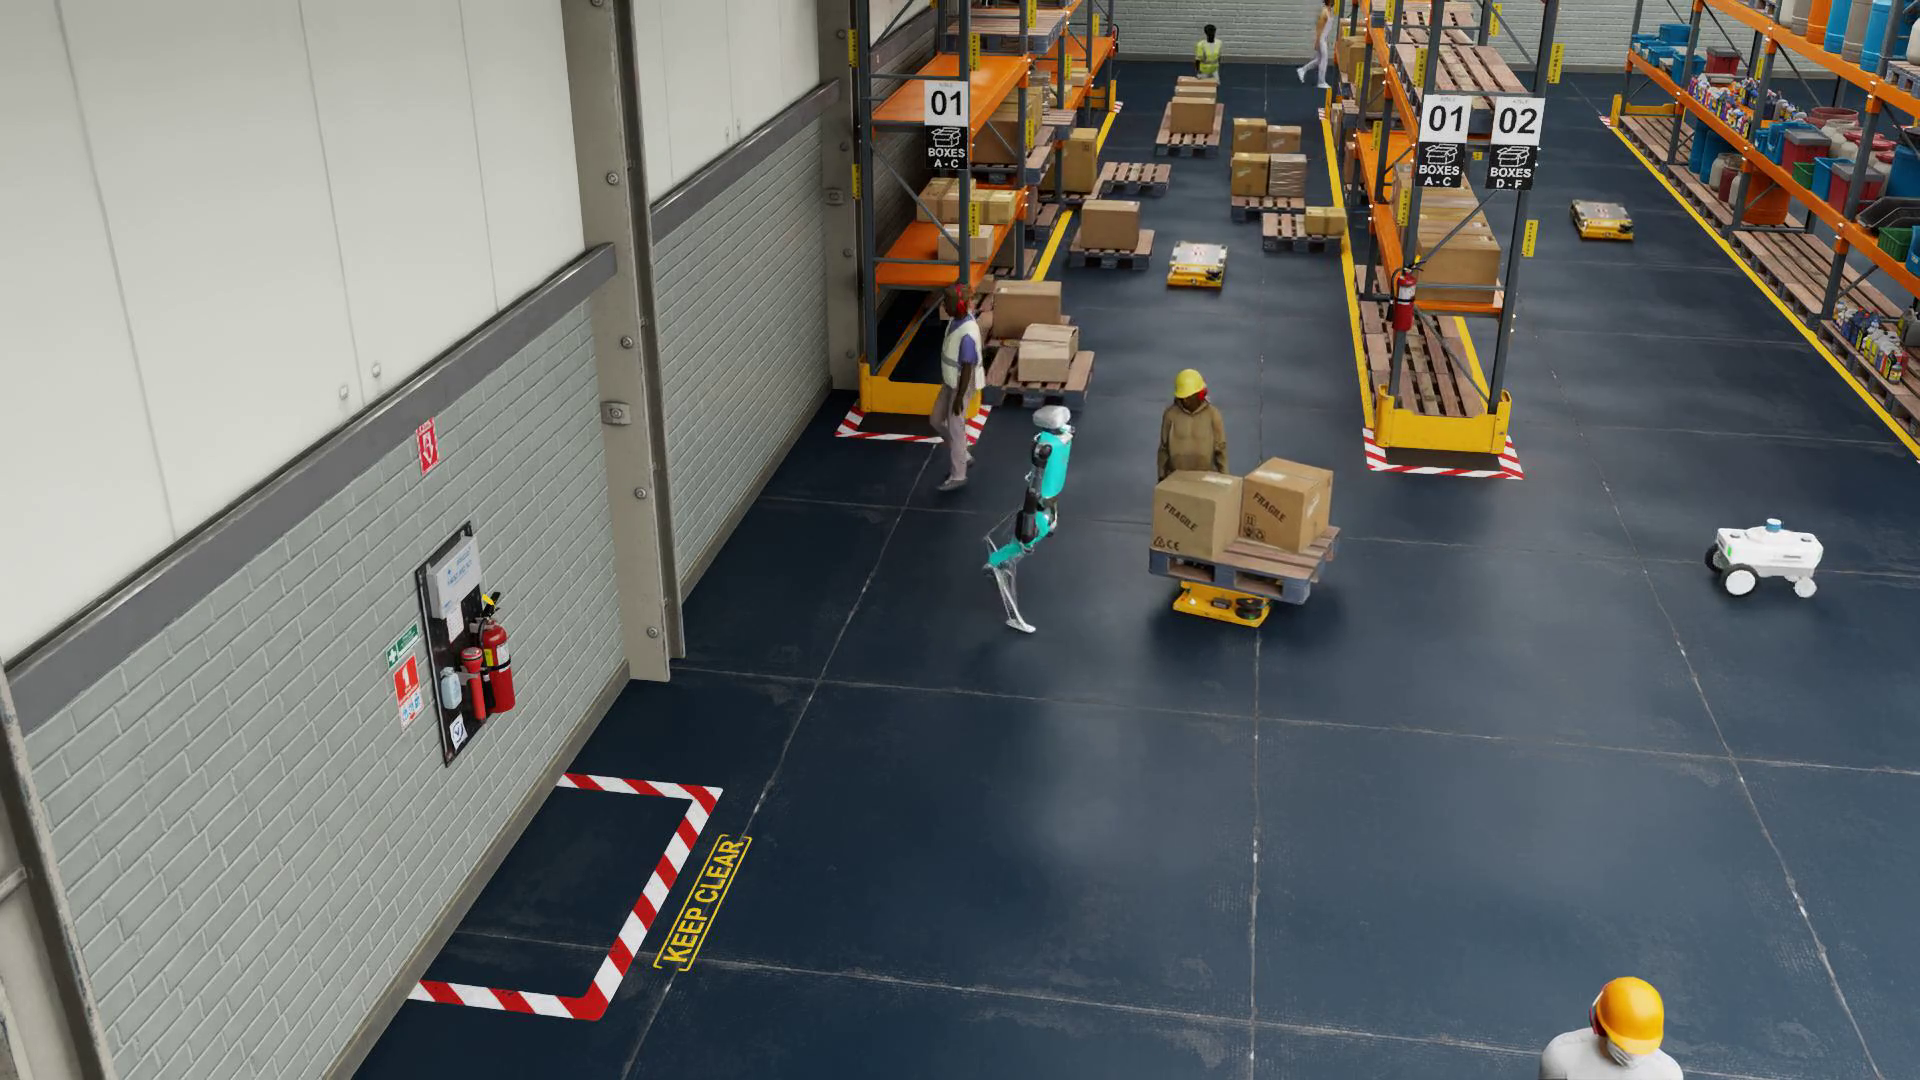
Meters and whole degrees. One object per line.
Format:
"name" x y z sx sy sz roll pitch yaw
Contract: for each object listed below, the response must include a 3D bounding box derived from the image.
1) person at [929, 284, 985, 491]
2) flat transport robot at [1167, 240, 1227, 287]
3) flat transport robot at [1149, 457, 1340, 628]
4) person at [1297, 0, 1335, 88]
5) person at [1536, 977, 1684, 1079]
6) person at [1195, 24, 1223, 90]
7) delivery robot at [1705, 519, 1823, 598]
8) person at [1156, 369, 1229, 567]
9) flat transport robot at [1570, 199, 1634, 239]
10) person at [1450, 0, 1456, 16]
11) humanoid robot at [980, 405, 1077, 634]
"person" -0.024 -1.317 14.325 0.451 1.828 0.605 -5 26 -11
"flat transport robot" 2.967 -3.446 20.732 0.659 0.231 1.431 5 25 10
"flat transport robot" 2.197 0.250 12.823 0.659 0.231 1.431 12 28 24
"person" 7.013 -9.737 32.373 0.751 1.825 0.517 14 28 27
"person" 2.382 2.412 6.289 0.569 1.889 0.389 8 26 16
"person" 4.387 -8.282 29.432 0.547 1.658 0.728 -7 26 -14
"delivery robot" 6.156 0.127 12.751 0.775 0.596 0.499 3 25 7
"person" 1.761 -0.498 12.692 0.548 1.729 0.472 8 26 16
"flat transport robot" 8.764 -4.383 22.738 0.659 0.231 1.431 5 26 11
"person" 9.248 -9.322 31.544 0.329 1.765 0.532 -15 29 -29
"humanoid robot" 0.432 -0.108 11.950 0.755 1.855 0.530 12 28 25
